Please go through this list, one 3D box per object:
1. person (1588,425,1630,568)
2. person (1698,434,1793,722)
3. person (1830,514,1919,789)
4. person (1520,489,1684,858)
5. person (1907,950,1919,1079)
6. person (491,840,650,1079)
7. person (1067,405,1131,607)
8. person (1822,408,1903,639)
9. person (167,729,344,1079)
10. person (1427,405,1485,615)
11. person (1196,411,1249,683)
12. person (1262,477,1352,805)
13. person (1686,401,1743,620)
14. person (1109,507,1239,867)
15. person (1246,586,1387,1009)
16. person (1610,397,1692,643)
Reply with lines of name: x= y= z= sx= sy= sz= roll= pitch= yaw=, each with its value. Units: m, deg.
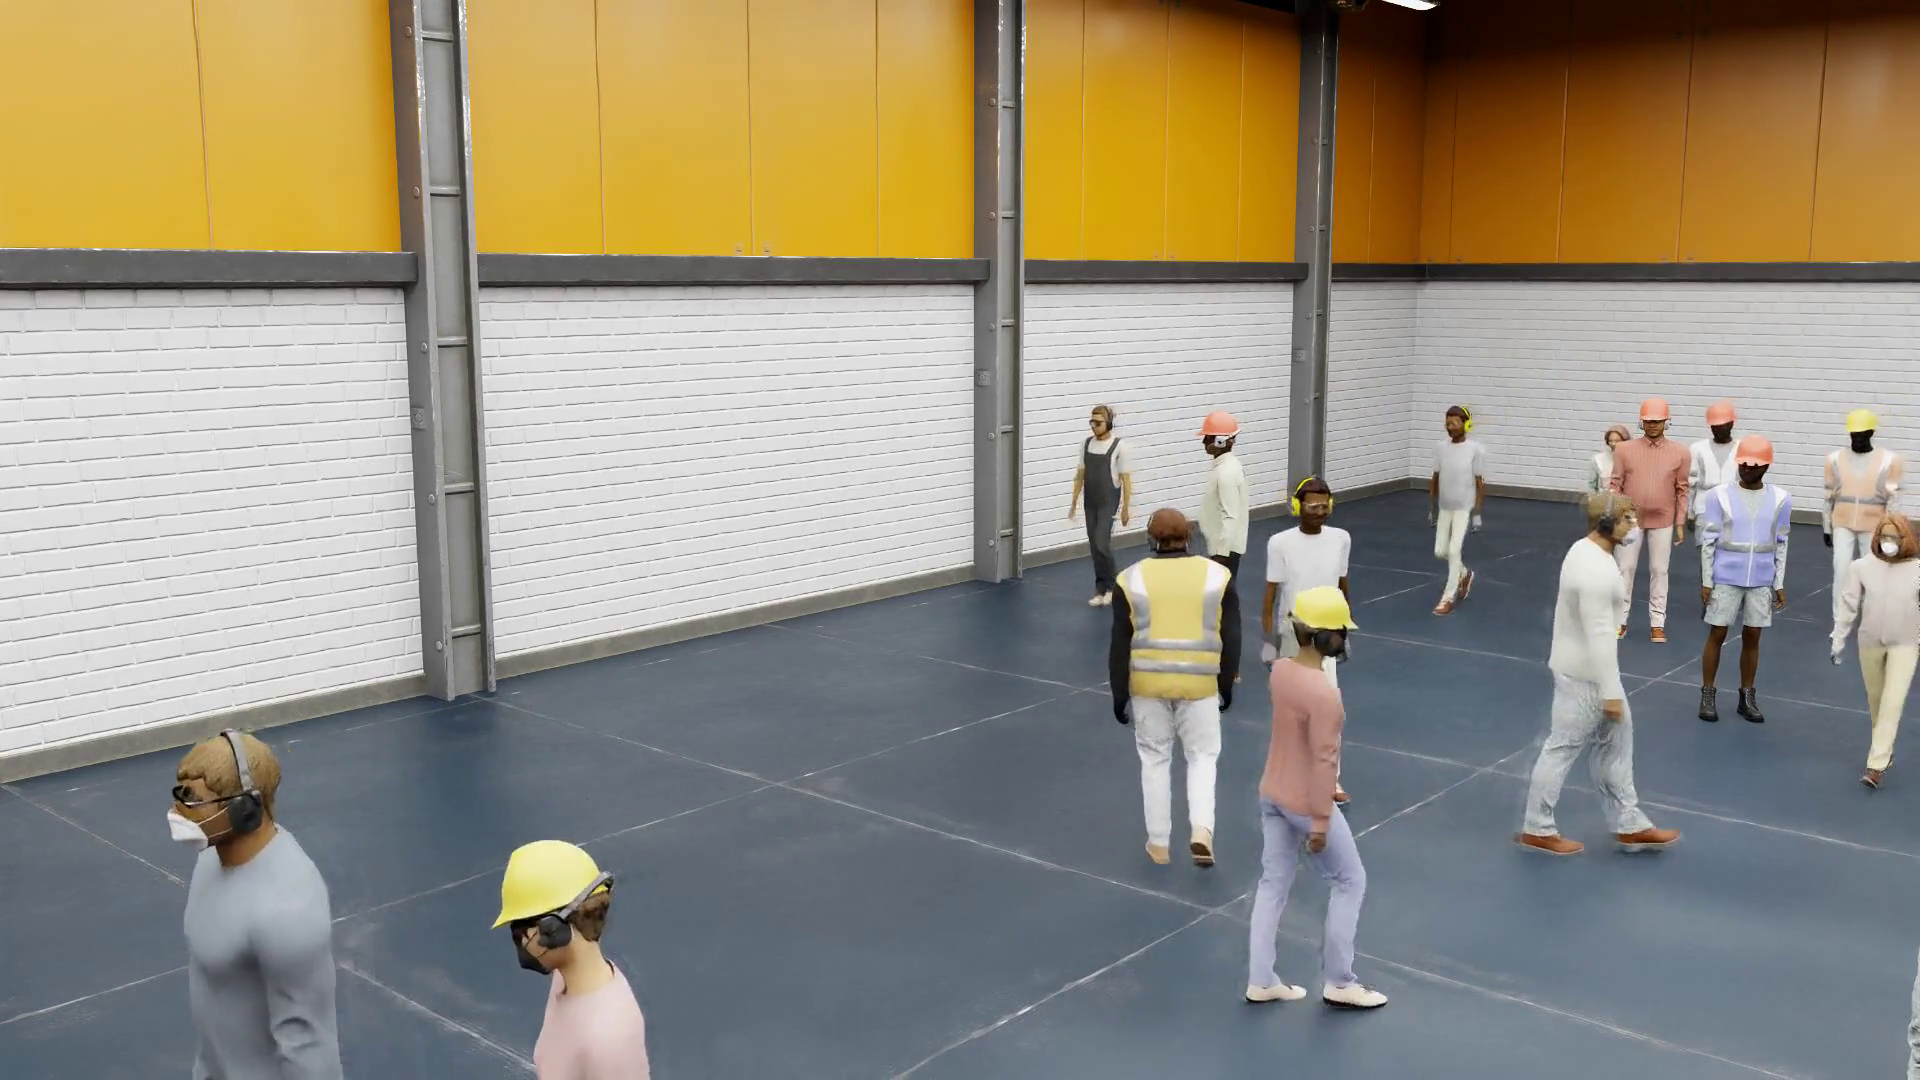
person: x=5.948 y=-0.230 z=15.108 sx=0.516 sy=1.618 sz=0.528 roll=5 pitch=10 yaw=30
person: x=5.222 y=0.258 z=11.071 sx=0.547 sy=1.934 sz=0.375 roll=2 pitch=9 yaw=10
person: x=5.402 y=0.639 z=9.735 sx=0.847 sy=1.584 sz=0.521 roll=-9 pitch=13 yaw=-44
person: x=3.310 y=0.698 z=8.399 sx=0.907 sy=1.901 sz=0.666 roll=3 pitch=10 yaw=18
person: x=3.635 y=1.179 z=5.891 sx=0.295 sy=1.744 sz=0.484 roll=-1 pitch=9 yaw=-6
person: x=-0.826 y=1.529 z=3.751 sx=0.380 sy=1.732 sz=0.545 roll=-3 pitch=10 yaw=-21
person: x=1.240 y=-0.296 z=14.885 sx=0.520 sy=1.829 sz=0.422 roll=9 pitch=12 yaw=43
person: x=7.419 y=-0.147 z=13.710 sx=0.595 sy=1.902 sz=0.639 roll=7 pitch=11 yaw=36
person: x=-1.652 y=1.374 z=4.163 sx=0.881 sy=1.911 sz=0.633 roll=-6 pitch=11 yaw=-32
person: x=4.411 y=-0.280 z=14.736 sx=0.671 sy=1.850 sz=0.513 roll=-9 pitch=13 yaw=-44
person: x=1.908 y=0.051 z=12.183 sx=0.395 sy=1.993 sz=0.614 roll=1 pitch=9 yaw=9
person: x=1.997 y=0.570 z=9.393 sx=0.566 sy=1.836 sz=0.864 roll=-1 pitch=9 yaw=-5
person: x=6.601 y=-0.264 z=14.453 sx=0.549 sy=1.911 sz=0.601 roll=5 pitch=10 yaw=27
person: x=1.062 y=0.757 z=8.310 sx=0.650 sy=1.818 sz=0.592 roll=1 pitch=9 yaw=5
person: x=1.471 y=1.045 z=6.739 sx=0.658 sy=1.747 sz=0.527 roll=-3 pitch=10 yaw=-18
person: x=5.590 y=-0.164 z=13.531 sx=0.611 sy=1.995 sz=0.375 roll=4 pitch=10 yaw=22
